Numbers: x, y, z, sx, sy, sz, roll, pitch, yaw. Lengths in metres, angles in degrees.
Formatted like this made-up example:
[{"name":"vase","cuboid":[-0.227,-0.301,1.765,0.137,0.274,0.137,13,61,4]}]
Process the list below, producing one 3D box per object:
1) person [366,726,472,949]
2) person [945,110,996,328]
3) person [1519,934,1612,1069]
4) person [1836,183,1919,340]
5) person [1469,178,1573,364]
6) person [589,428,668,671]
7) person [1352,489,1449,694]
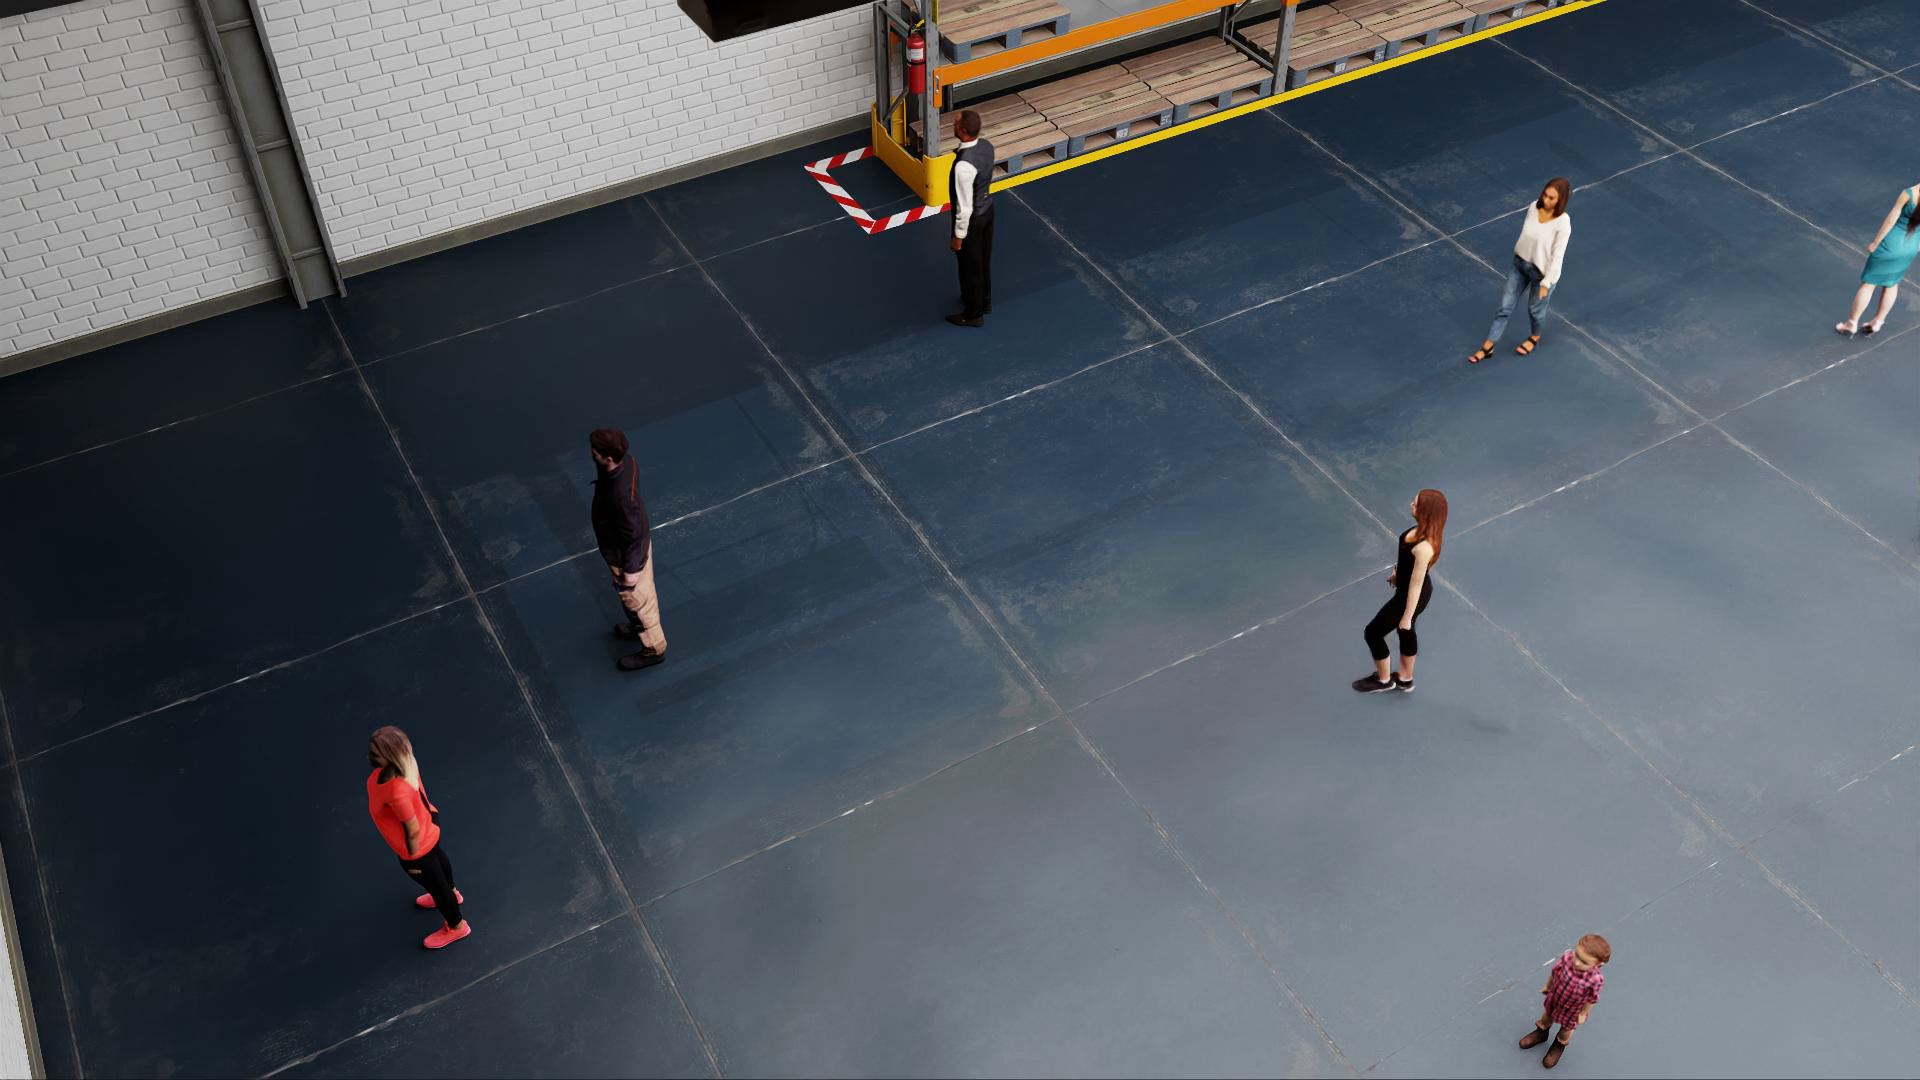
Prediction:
[{"name":"person","cuboid":[-2.986,1.612,9.148,0.585,1.694,0.628,-14,45,-14]},{"name":"person","cuboid":[0.100,-2.583,13.389,0.838,1.918,0.735,18,46,18]},{"name":"person","cuboid":[3.229,2.413,8.794,0.469,1.022,0.449,-28,50,-27]},{"name":"person","cuboid":[7.498,-2.339,13.301,0.535,1.686,0.673,-4,44,-5]},{"name":"person","cuboid":[4.587,-2.130,13.104,0.870,1.655,0.625,-21,48,-21]},{"name":"person","cuboid":[-2.123,0.048,10.622,0.726,1.925,0.777,-7,44,-8]},{"name":"person","cuboid":[2.901,0.377,10.431,0.791,1.713,0.726,13,45,14]}]
